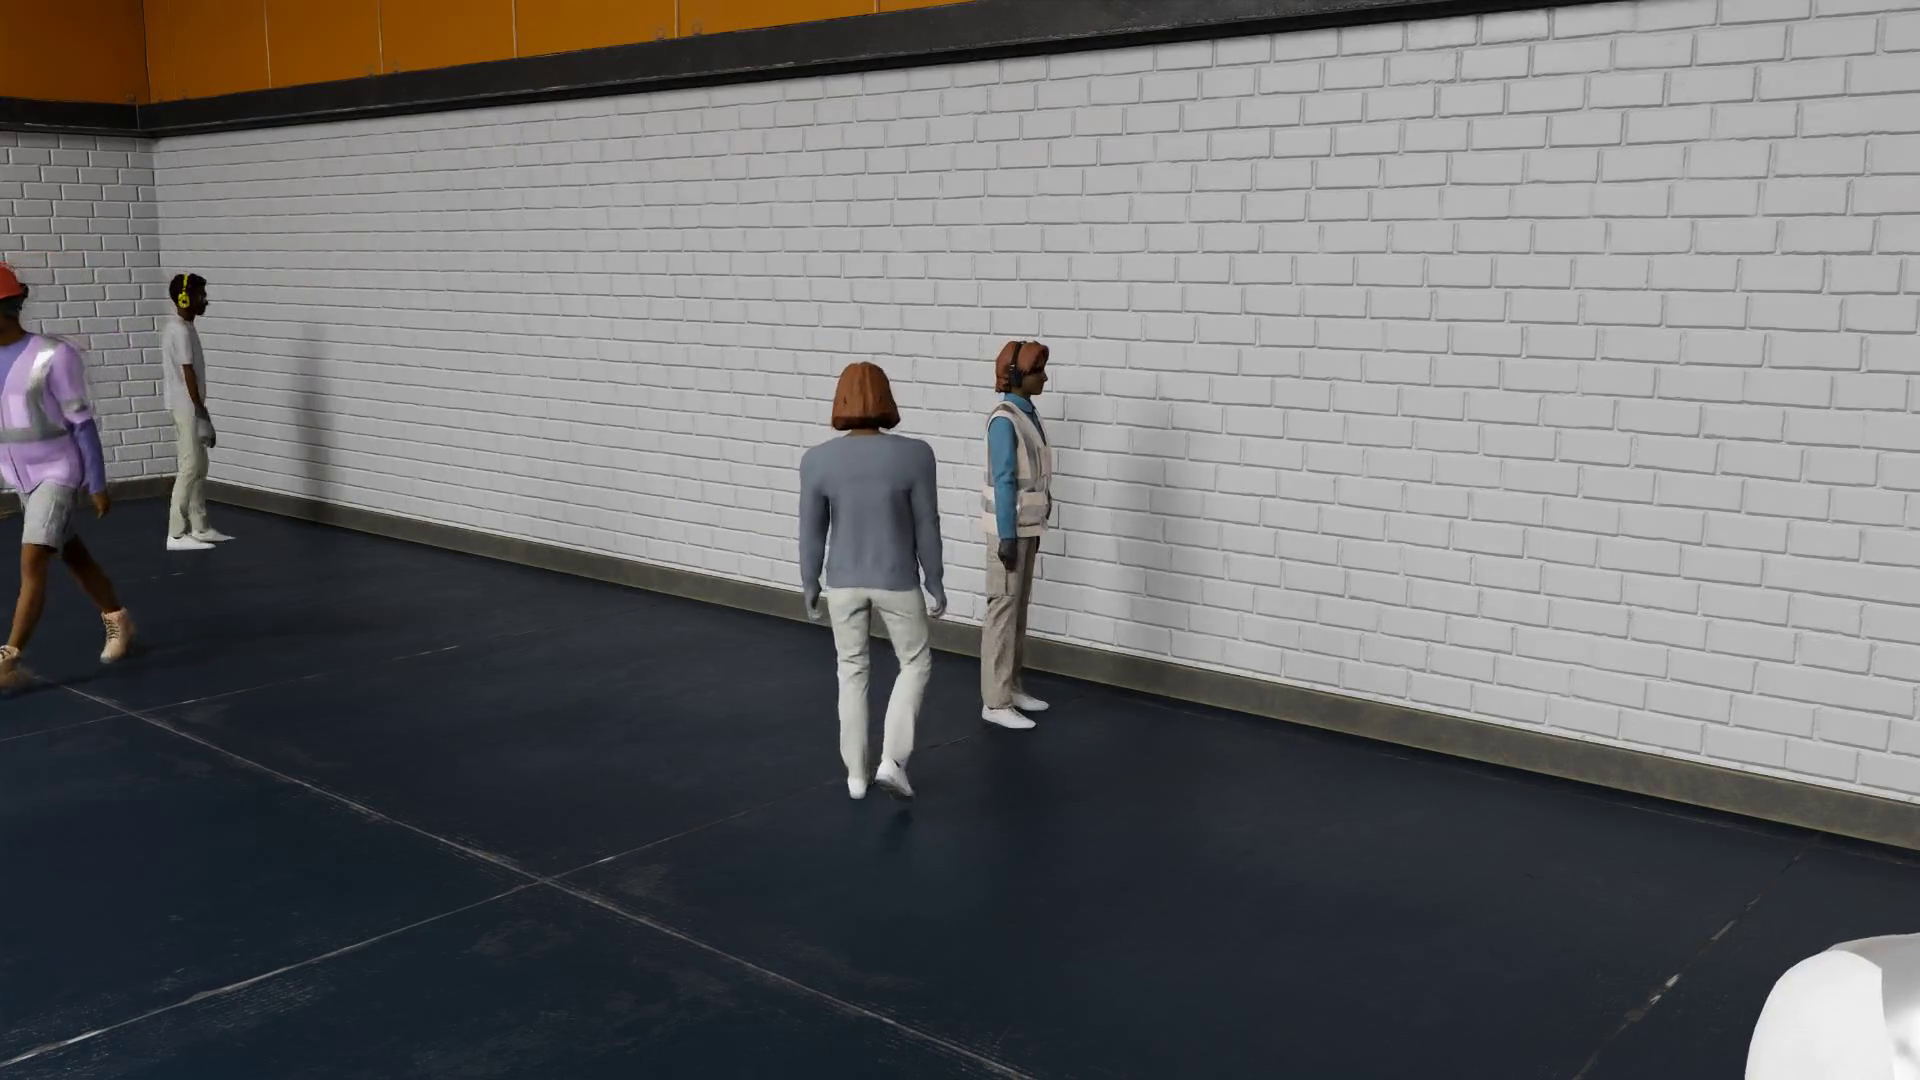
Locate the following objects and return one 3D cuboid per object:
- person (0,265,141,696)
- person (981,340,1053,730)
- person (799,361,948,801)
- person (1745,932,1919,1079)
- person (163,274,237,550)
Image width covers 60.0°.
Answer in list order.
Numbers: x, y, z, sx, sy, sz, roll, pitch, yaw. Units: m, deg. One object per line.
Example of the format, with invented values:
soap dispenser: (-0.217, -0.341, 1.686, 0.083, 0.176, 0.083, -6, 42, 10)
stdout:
person: (-4.293, -0.307, 7.754, 0.616, 1.972, 1.127, 3, 10, 18)
person: (0.239, -0.029, 7.088, 0.310, 1.638, 0.523, 3, 10, 14)
person: (-0.316, 0.166, 6.010, 0.543, 1.622, 0.455, 1, 10, 7)
person: (0.797, 0.853, 1.204, 0.545, 1.942, 0.353, 0, 10, 3)
person: (-5.219, -0.856, 11.281, 0.508, 1.867, 0.579, -5, 11, -27)
